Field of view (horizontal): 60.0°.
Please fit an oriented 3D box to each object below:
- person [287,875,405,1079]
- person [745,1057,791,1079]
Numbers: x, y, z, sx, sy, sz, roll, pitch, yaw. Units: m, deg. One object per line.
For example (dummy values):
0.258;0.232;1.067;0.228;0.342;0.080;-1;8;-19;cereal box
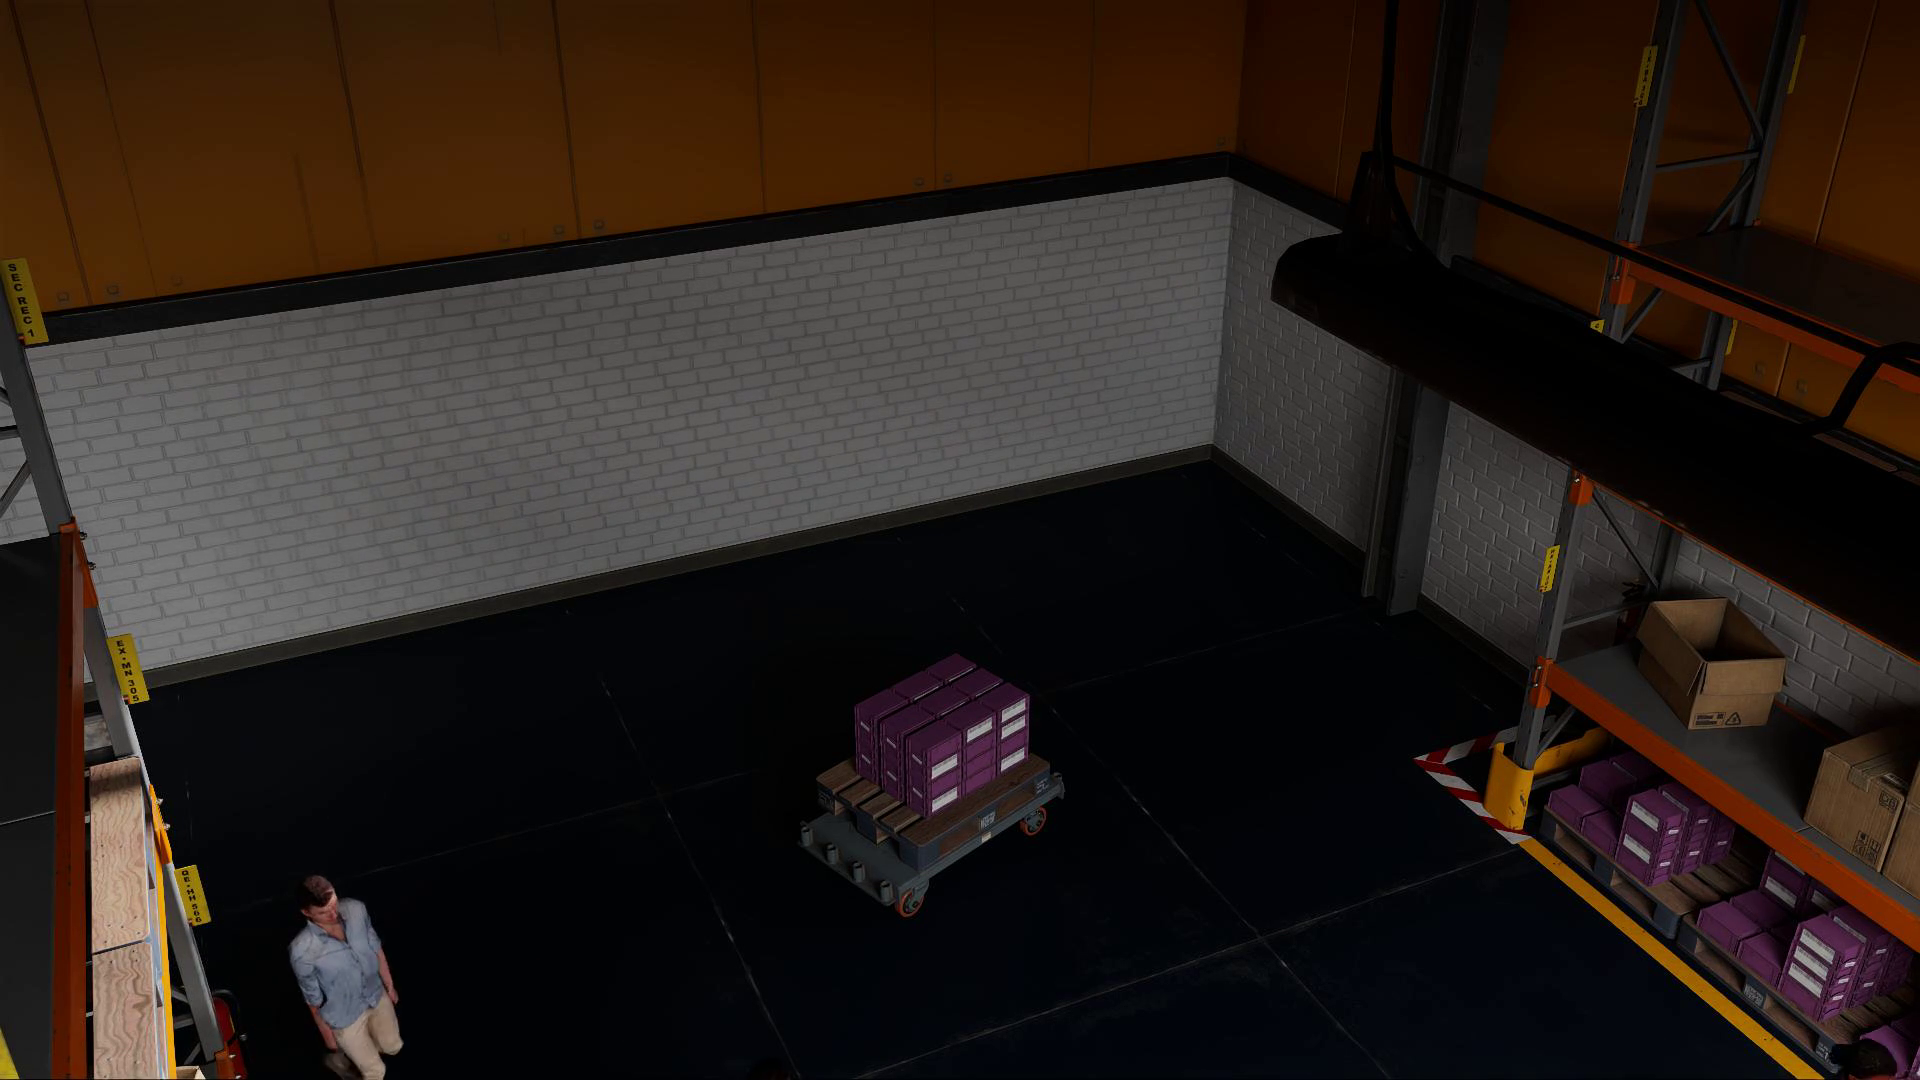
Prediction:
-3.224;2.397;8.637;1.055;1.821;0.971;11;31;20;person
-0.919;3.011;7.772;0.864;1.573;0.792;16;32;27;person
